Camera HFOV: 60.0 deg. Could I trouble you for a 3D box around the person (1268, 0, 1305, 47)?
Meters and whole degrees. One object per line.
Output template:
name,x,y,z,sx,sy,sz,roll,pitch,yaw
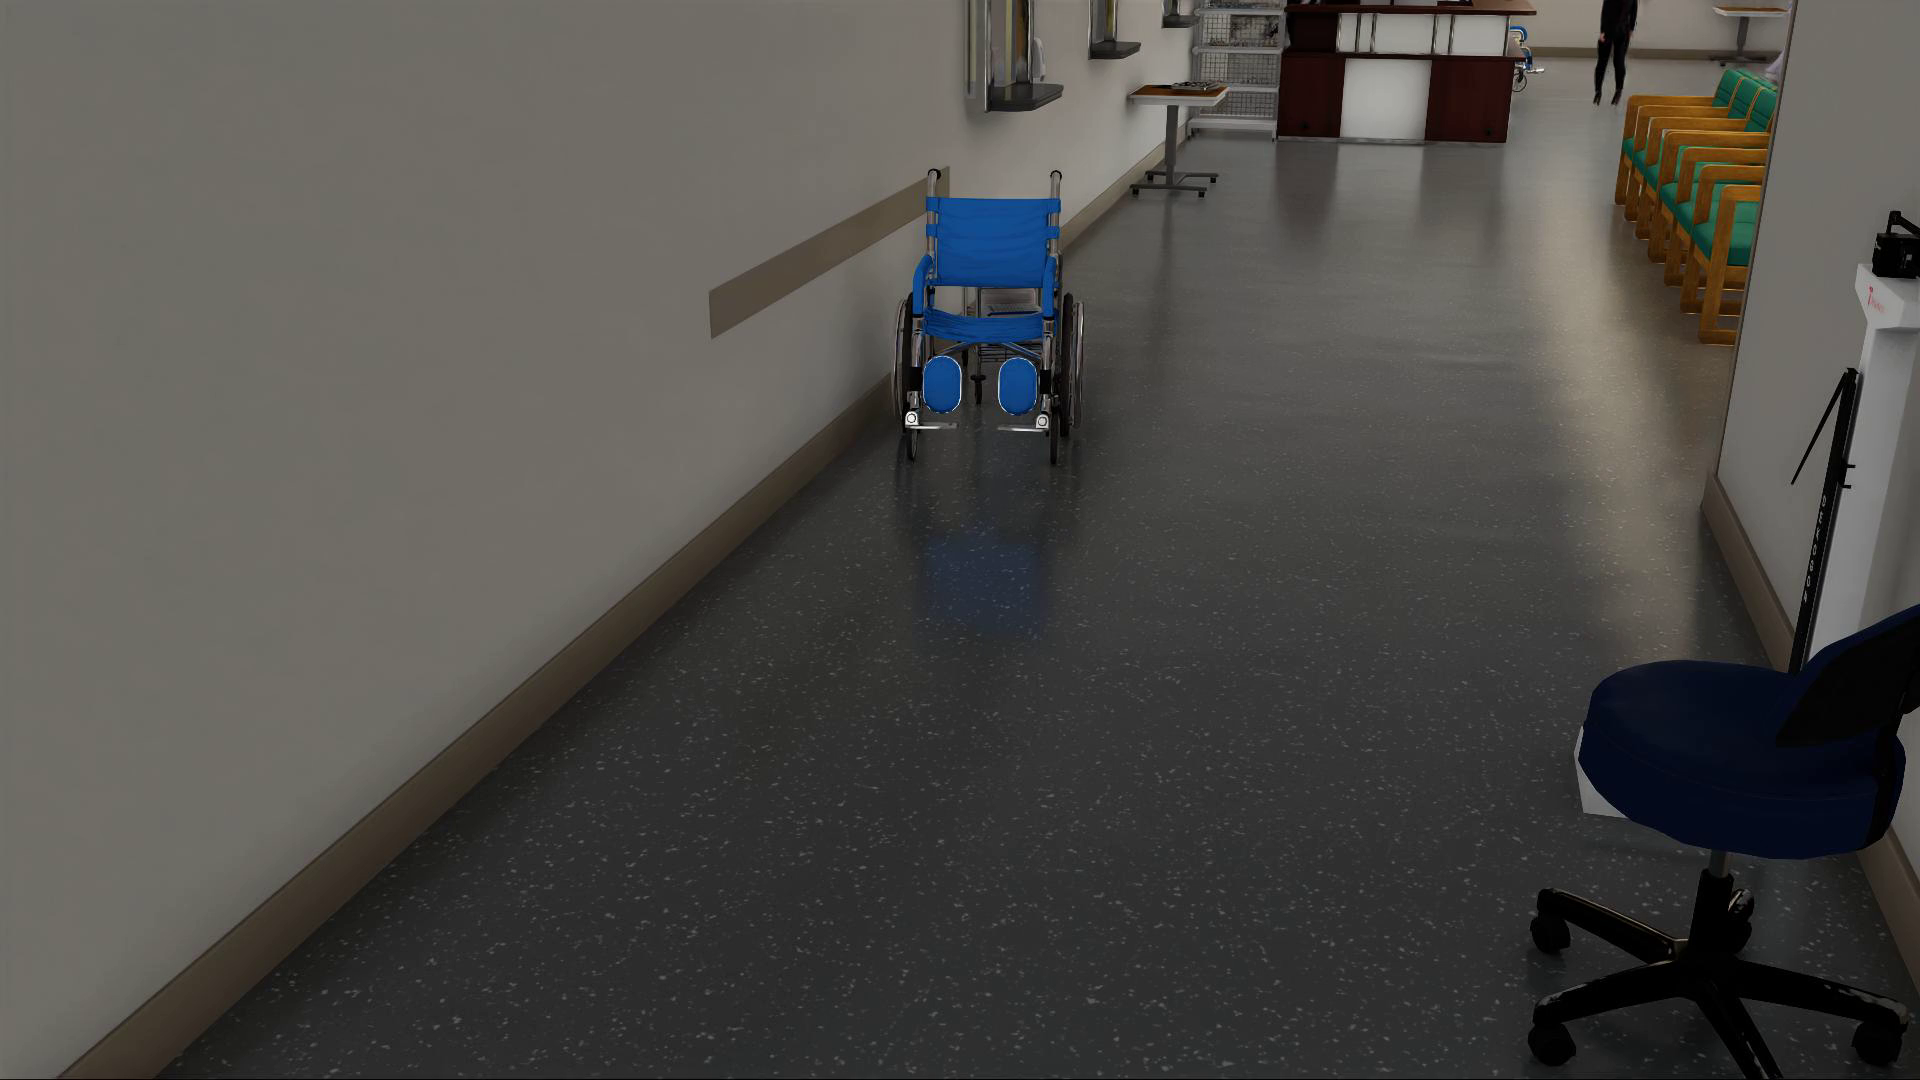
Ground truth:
person,5.506,-9.098,27.884,0.939,1.722,1.150,-19,28,-41

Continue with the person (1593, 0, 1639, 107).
person,7.698,-5.871,19.439,1.038,1.670,0.772,1,21,4
